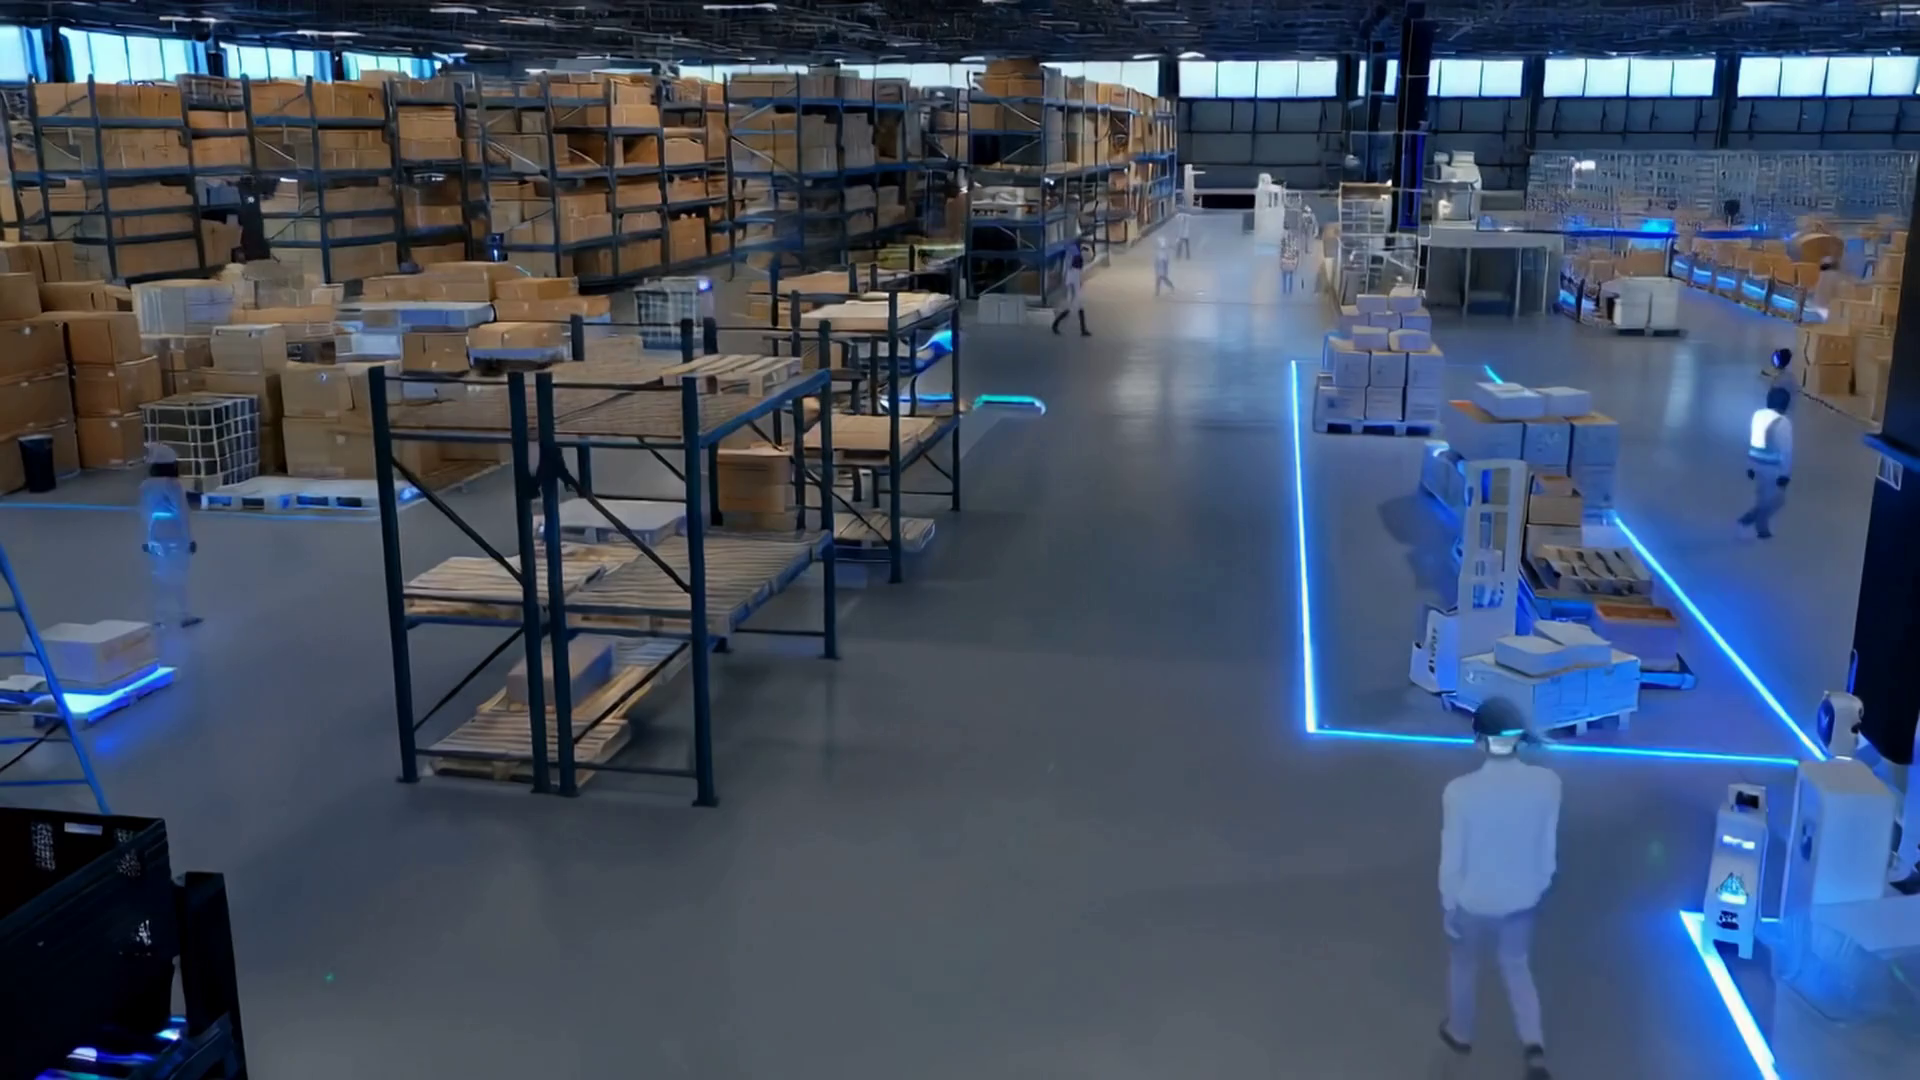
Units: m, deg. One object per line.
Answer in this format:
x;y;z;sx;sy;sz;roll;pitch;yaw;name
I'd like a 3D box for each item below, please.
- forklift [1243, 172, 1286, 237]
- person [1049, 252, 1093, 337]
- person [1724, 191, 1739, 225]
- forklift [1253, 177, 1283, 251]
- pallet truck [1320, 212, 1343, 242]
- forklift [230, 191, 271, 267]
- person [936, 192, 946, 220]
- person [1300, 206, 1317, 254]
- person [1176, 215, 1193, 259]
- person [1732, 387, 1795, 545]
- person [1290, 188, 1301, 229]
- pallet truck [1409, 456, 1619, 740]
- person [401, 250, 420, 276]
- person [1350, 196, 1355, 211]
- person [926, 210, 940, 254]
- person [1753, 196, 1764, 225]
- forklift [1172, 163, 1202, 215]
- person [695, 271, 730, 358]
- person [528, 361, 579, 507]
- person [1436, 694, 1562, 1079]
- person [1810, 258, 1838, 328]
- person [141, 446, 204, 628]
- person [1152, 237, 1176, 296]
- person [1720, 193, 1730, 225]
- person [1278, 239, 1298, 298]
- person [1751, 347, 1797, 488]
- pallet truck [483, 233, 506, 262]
13.466;-14.798;73.282;1.873;2.768;1.129;3;14;10;forklift
2.538;-5.585;37.846;0.960;1.936;0.601;7;16;28;person
34.195;-14.464;73.751;0.612;1.995;0.379;-4;14;-16;person
12.083;-12.747;64.956;1.129;2.768;1.873;3;14;10;forklift
15.874;-13.227;70.310;0.680;1.201;1.601;10;17;35;pallet truck
-21.592;-9.339;51.120;1.873;2.768;1.129;12;18;39;forklift
-0.947;-17.747;87.451;0.599;1.813;0.532;2;14;7;person
13.311;-11.849;63.549;0.604;1.804;0.854;2;14;7;person
8.168;-11.030;60.667;0.726;1.617;0.515;-10;17;-36;person
9.027;-0.807;18.642;0.608;1.830;0.640;-2;14;-6;person
16.093;-15.857;79.536;0.610;1.936;0.414;-9;16;-31;person
4.504;0.400;13.395;0.823;1.965;1.885;-6;15;-23;pallet truck
-13.782;-6.434;41.755;0.318;1.700;0.535;8;16;31;person
20.656;-17.778;87.765;0.495;1.730;0.387;-8;16;-28;person
-1.102;-10.857;59.417;0.974;1.851;0.656;8;16;29;person
33.534;-13.475;69.909;0.407;1.913;0.641;8;16;29;person
12.511;-19.437;92.117;1.873;2.768;1.129;3;14;10;forklift
-4.921;-4.323;32.742;0.717;1.919;0.549;1;14;6;person
-5.076;-1.337;20.852;0.939;1.798;0.516;-10;17;-35;person
2.624;1.720;8.085;0.617;1.970;0.760;-1;14;-4;person
19.019;-5.272;36.680;0.643;1.861;1.002;-9;16;-32;person
-7.465;-0.015;15.677;0.575;1.727;0.376;2;14;7;person
5.826;-7.807;47.388;0.751;1.667;0.541;-4;14;-17;person
35.000;-14.918;75.951;0.600;1.812;0.866;2;14;7;person
9.224;-7.655;46.805;0.548;1.646;0.887;3;14;11;person
10.662;-1.583;21.721;0.532;1.865;0.306;-9;16;-32;person
-11.832;-7.026;43.548;1.885;1.965;0.823;8;16;28;pallet truck
